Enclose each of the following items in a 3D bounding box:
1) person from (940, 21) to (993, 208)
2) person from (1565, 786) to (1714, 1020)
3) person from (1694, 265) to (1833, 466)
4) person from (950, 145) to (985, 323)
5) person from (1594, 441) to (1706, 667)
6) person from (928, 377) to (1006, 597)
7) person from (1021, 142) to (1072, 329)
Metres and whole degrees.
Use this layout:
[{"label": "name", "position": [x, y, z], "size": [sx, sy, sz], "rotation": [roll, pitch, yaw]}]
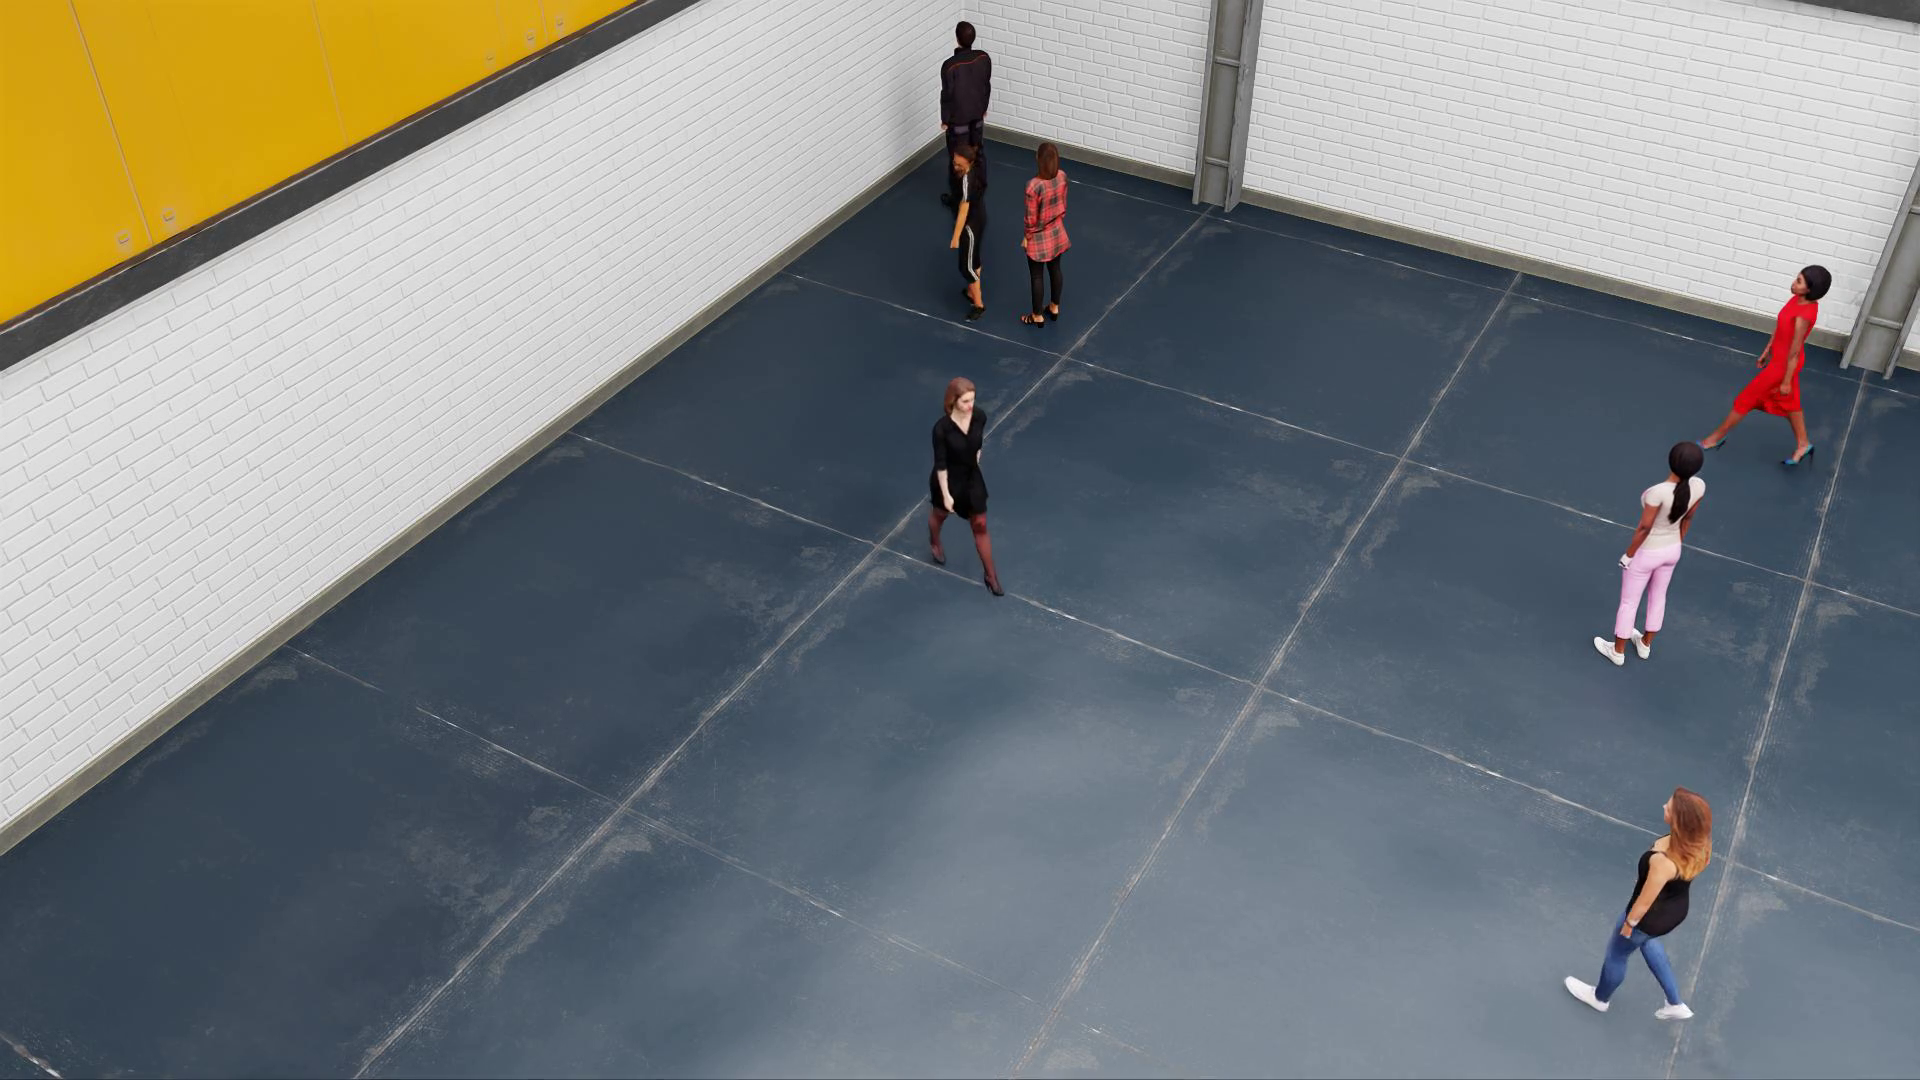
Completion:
[{"label": "person", "position": [0.053, -4.074, 15.959], "size": [0.795, 1.839, 0.754], "rotation": [-23, 44, -26]}, {"label": "person", "position": [3.622, 1.935, 8.537], "size": [0.763, 1.709, 0.932], "rotation": [-27, 46, -30]}, {"label": "person", "position": [6.289, -1.261, 12.550], "size": [1.143, 1.696, 0.699], "rotation": [13, 40, 16]}, {"label": "person", "position": [0.093, -2.759, 14.472], "size": [0.728, 1.639, 0.809], "rotation": [13, 40, 16]}, {"label": "person", "position": [4.522, 0.081, 10.834], "size": [0.657, 1.741, 0.709], "rotation": [-11, 40, -13]}, {"label": "person", "position": [-0.084, -0.433, 11.539], "size": [0.931, 1.664, 1.144], "rotation": [-20, 43, -24]}, {"label": "person", "position": [0.726, -2.614, 14.239], "size": [0.679, 1.703, 0.661], "rotation": [-28, 46, -30]}]
